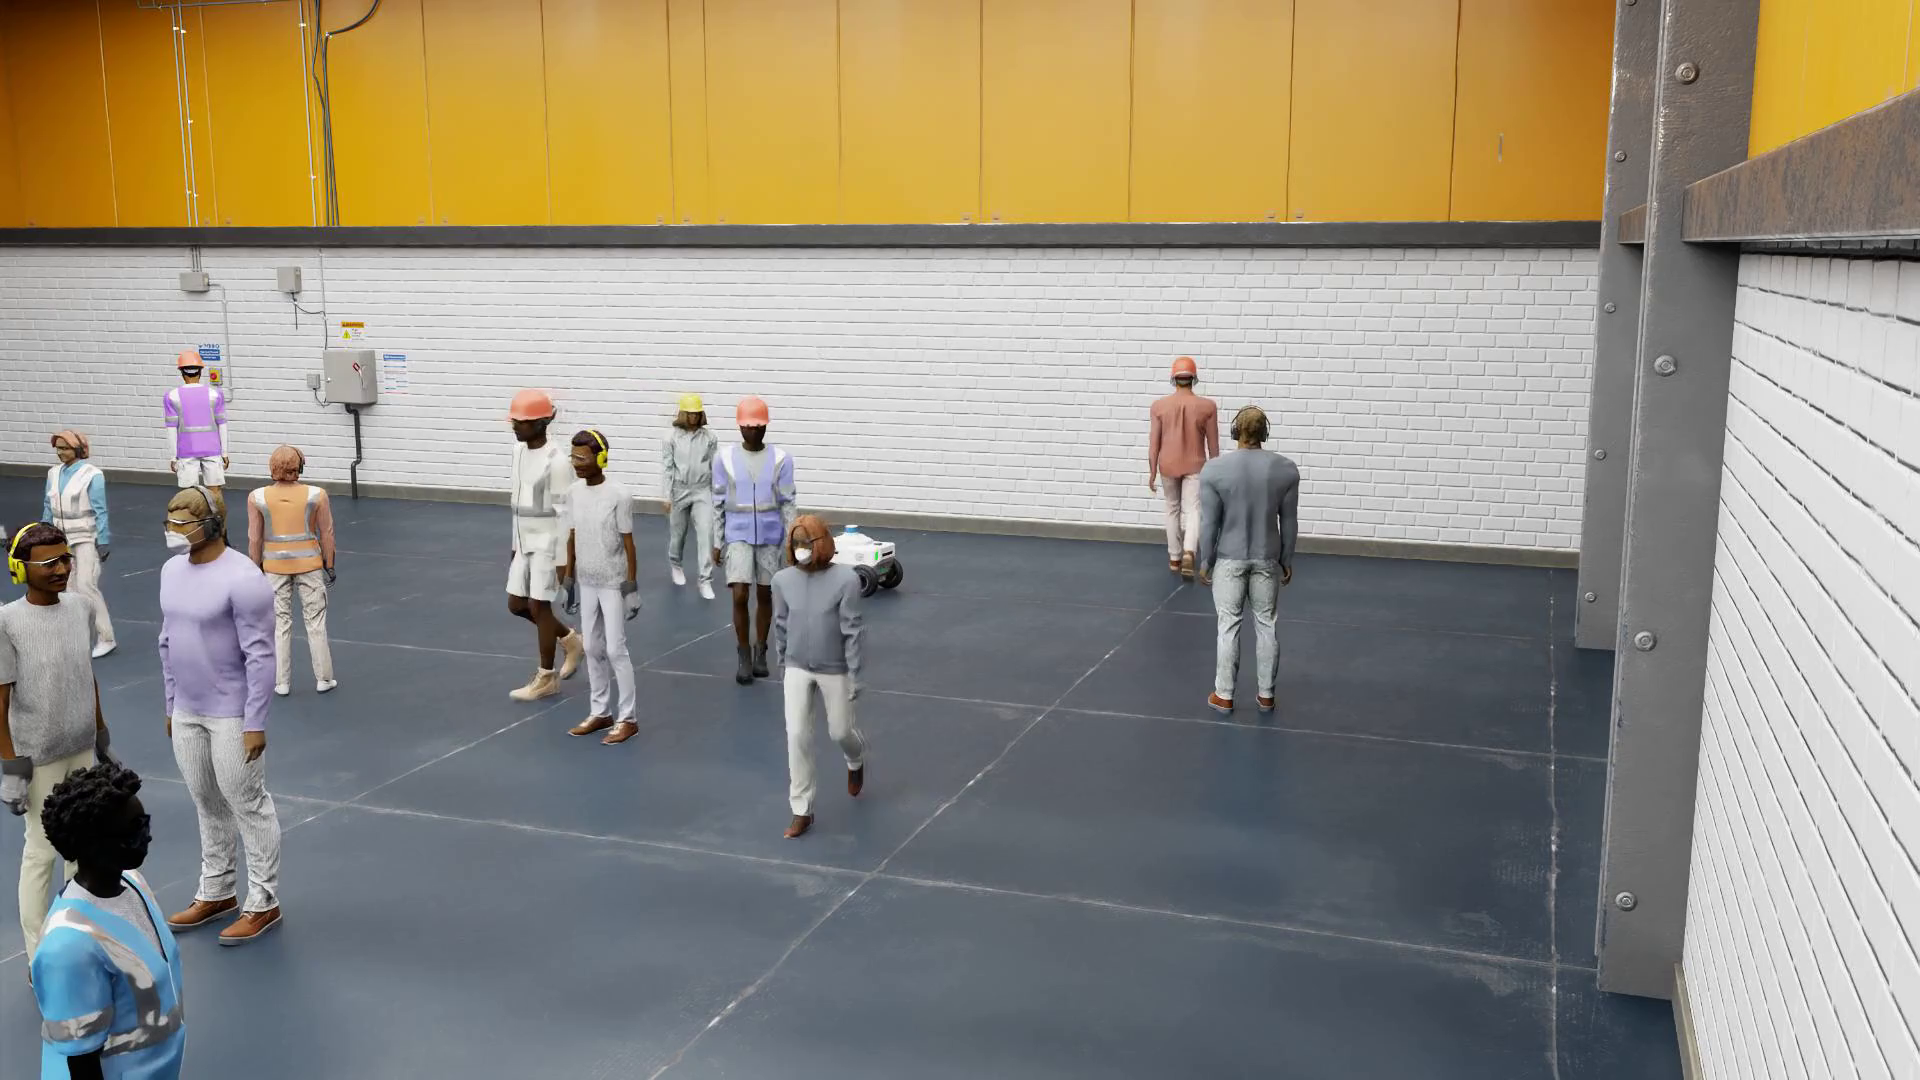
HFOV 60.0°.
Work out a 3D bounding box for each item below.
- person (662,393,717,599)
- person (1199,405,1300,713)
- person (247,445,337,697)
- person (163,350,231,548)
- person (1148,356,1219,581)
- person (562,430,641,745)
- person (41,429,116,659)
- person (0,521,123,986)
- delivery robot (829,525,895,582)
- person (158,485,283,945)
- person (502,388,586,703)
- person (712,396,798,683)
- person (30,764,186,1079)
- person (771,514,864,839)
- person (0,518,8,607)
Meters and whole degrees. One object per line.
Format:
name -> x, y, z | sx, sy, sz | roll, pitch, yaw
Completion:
person -> -2.283, -0.404, 14.043 | 0.489, 1.707, 0.891 | -4, 11, -21
person -> 1.792, 0.126, 10.397 | 0.631, 1.939, 0.369 | -1, 10, -4
person -> -4.328, 0.203, 10.809 | 0.524, 1.639, 0.308 | -3, 11, -17
person -> -7.258, -0.838, 15.851 | 0.543, 1.932, 0.365 | -6, 11, -28
person -> 1.972, -0.640, 14.672 | 0.628, 1.962, 0.943 | 2, 10, 11
person -> -2.120, 0.277, 9.806 | 0.522, 1.853, 0.333 | 6, 12, 30
person -> -6.270, 0.027, 11.819 | 0.535, 1.637, 0.354 | 5, 11, 25
person -> -3.533, 0.846, 6.536 | 0.323, 1.871, 0.528 | 3, 11, 18
delivery robot -> -0.917, 0.117, 14.078 | 0.707, 0.478, 0.477 | 5, 11, 27
person -> -3.129, 0.728, 7.006 | 0.629, 1.940, 0.372 | 5, 11, 28
person -> -2.662, 0.026, 10.710 | 0.563, 2.029, 0.643 | -10, 14, -43
person -> -1.358, 0.007, 11.110 | 0.567, 1.918, 0.652 | -2, 10, -12
person -> -2.055, 1.370, 4.072 | 0.319, 1.697, 0.532 | -3, 10, -14
person -> -0.698, 0.643, 8.430 | 0.498, 1.601, 0.716 | 2, 10, 13
person -> -7.169, -0.141, 12.192 | 0.559, 1.836, 0.846 | 6, 12, 32
